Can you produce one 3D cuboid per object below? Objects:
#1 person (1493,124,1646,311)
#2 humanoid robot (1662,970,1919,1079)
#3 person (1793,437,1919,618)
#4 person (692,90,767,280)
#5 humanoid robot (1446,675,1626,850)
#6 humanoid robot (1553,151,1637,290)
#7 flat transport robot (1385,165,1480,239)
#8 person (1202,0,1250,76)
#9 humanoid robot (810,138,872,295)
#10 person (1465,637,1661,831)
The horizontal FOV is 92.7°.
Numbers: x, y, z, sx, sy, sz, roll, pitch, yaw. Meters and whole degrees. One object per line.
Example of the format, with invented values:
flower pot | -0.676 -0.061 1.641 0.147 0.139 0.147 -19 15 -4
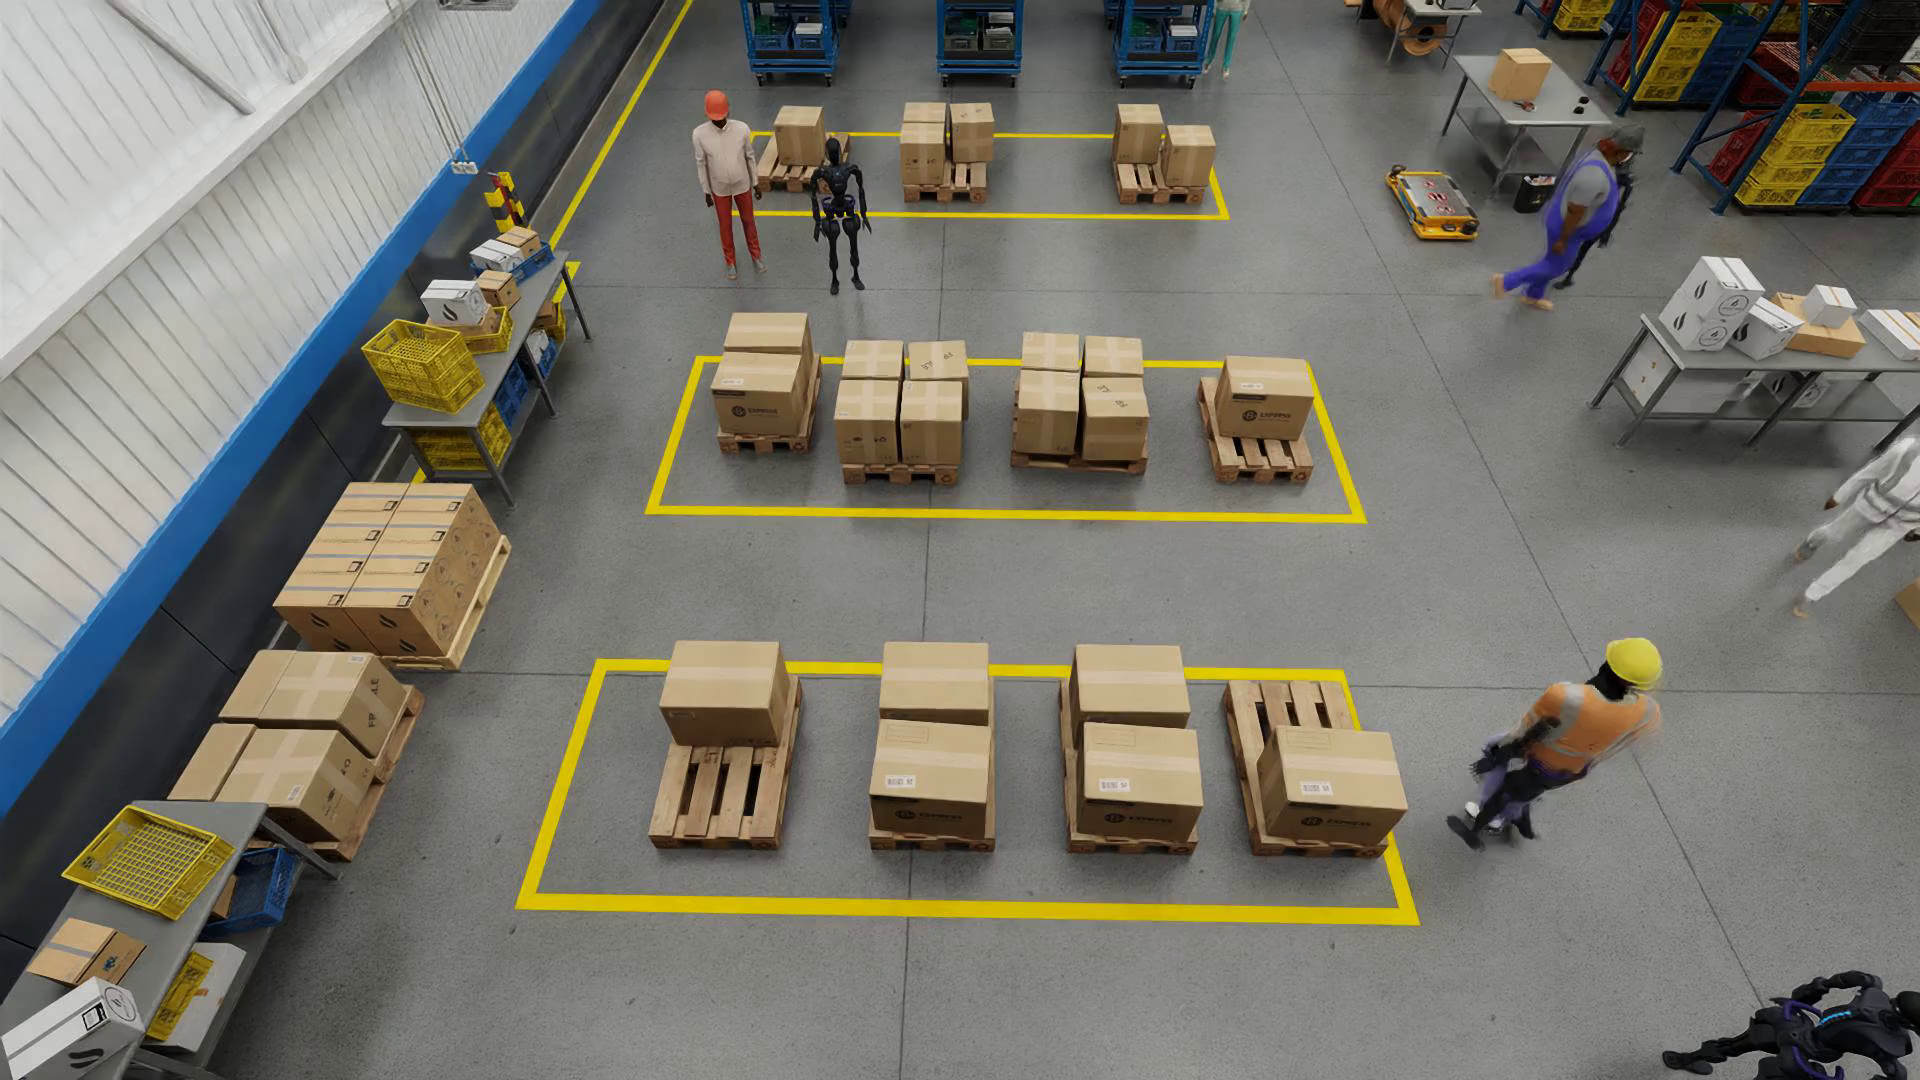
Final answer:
person | 6.058 -3.174 9.110 0.667 2.000 0.709 23 53 18
humanoid robot | 4.072 2.484 4.443 0.315 1.657 0.609 14 51 12
person | 6.796 -0.259 6.717 0.592 1.854 0.798 35 58 26
person | -2.392 -3.694 9.597 0.611 1.984 0.390 -16 51 -14
humanoid robot | 3.439 1.322 5.468 0.623 1.633 0.429 -15 51 -12
humanoid robot | 6.561 -3.347 9.505 0.456 1.635 0.592 -13 50 -11
flat transport robot | 5.692 -4.094 11.059 0.652 0.197 1.431 1 49 1
person | 3.860 -7.592 13.114 0.532 1.766 0.324 8 50 7
humanoid robot | -1.230 -3.323 9.469 0.608 1.657 0.314 -13 50 -11
person | 3.511 1.183 5.423 0.603 1.907 0.437 8 50 7
